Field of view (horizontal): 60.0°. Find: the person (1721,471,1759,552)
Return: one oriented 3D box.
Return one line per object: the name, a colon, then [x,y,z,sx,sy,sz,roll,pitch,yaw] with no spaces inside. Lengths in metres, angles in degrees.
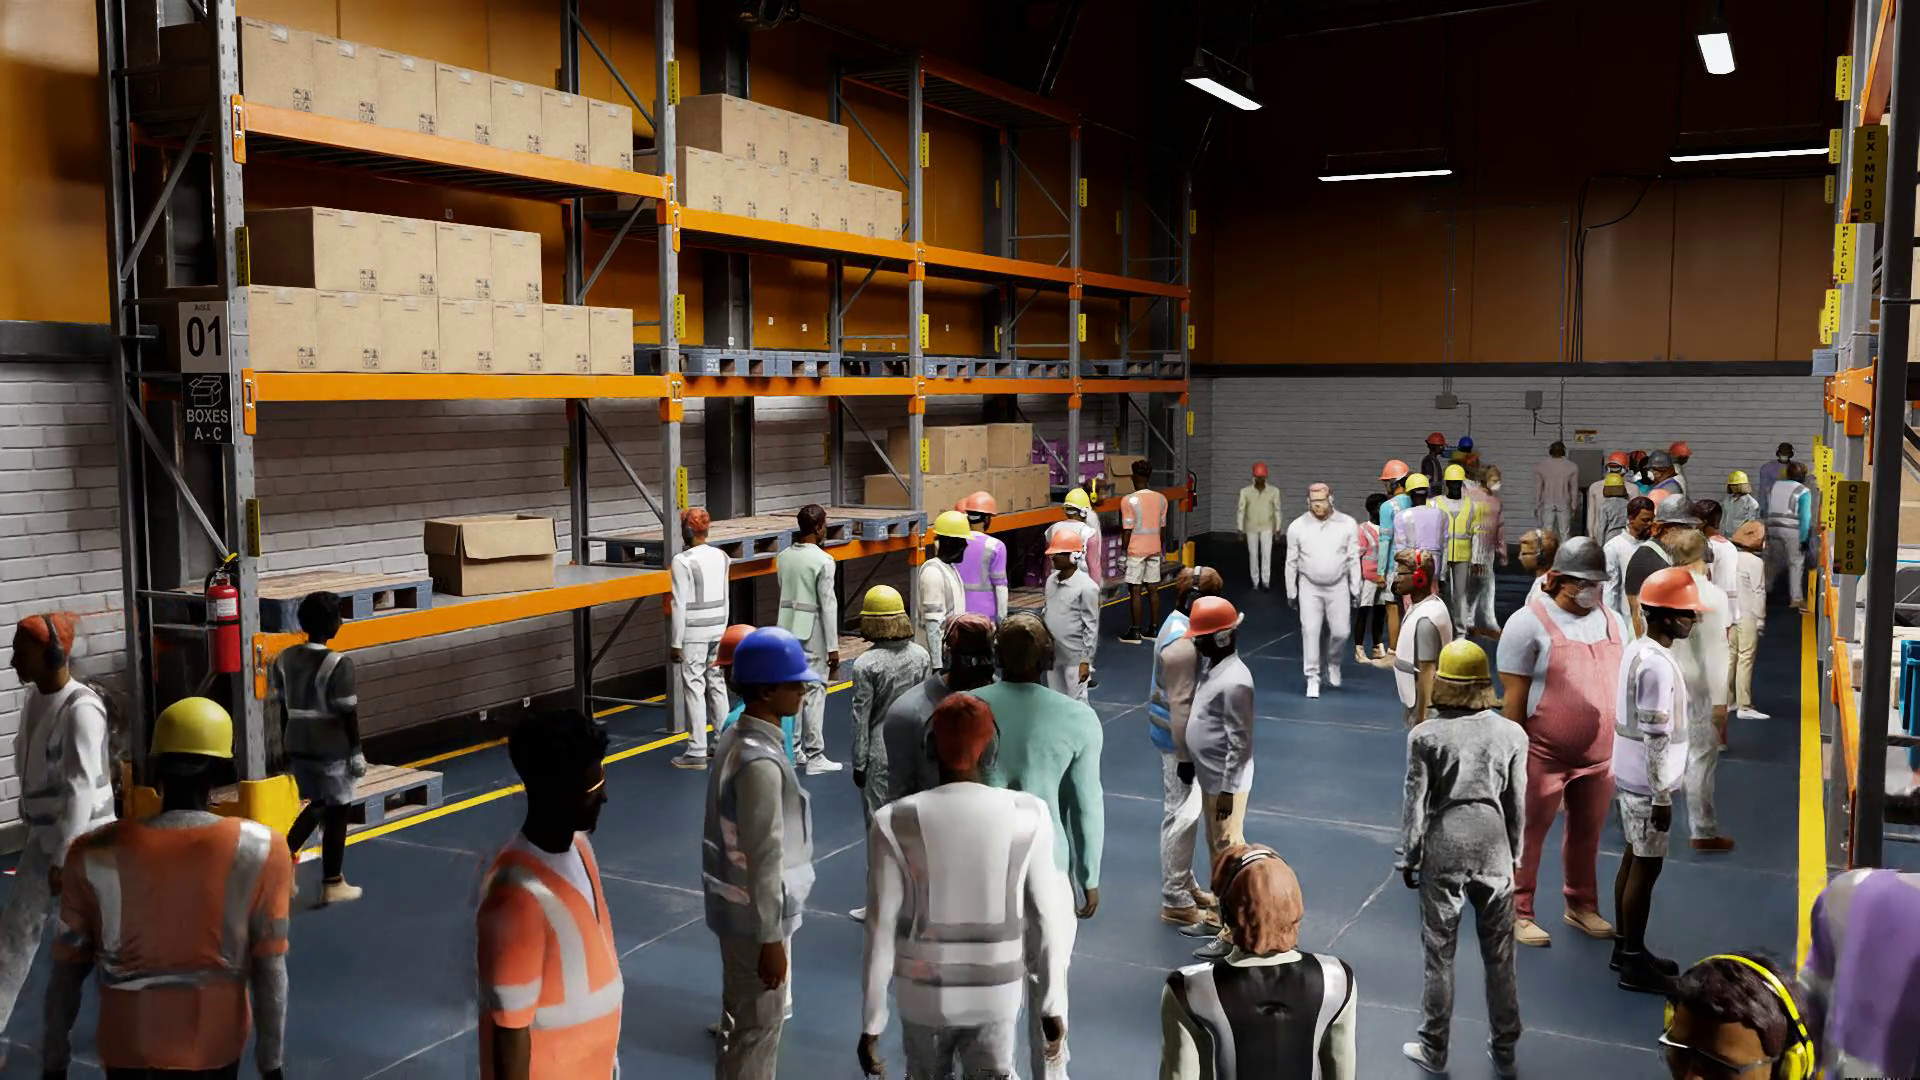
person: [9.282,0.041,19.877,0.323,1.736,0.486,-2,6,-24]

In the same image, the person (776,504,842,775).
person: [-1.089,0.703,11.805,0.395,1.913,0.588,-5,7,-43]

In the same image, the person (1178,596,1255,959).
person: [1.238,1.134,8.047,0.338,1.742,0.560,0,5,-2]

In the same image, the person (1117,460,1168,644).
person: [1.936,0.123,17.751,0.610,1.965,0.363,-4,7,-35]

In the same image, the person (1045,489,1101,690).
person: [1.037,0.448,15.045,0.590,1.823,0.404,5,7,41]

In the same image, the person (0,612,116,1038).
person: [-3.689,1.212,6.751,0.603,1.828,0.972,4,7,38]

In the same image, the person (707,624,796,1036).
person: [-0.895,1.226,7.091,0.349,1.740,0.575,1,5,15]

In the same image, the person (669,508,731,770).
person: [-1.868,0.703,12.014,0.349,1.878,0.569,3,6,30]

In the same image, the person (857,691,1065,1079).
person: [0.015,1.382,4.899,0.625,1.849,0.846,0,5,-4]

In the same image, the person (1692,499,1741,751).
person: [5.597,0.649,12.420,0.402,1.908,0.598,5,7,44]

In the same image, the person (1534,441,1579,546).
person: [8.800,-0.497,24.568,0.628,1.940,0.377,2,6,21]

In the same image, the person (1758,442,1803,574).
person: [11.939,-0.458,24.181,0.627,1.934,0.370,1,5,6]

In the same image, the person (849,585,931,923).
person: [-0.373,1.097,8.520,0.483,1.737,0.320,-4,7,-40]

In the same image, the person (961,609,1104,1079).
person: [0.221,1.221,6.149,0.631,1.932,0.373,2,6,17]

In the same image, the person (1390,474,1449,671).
person: [4.358,0.327,15.825,0.589,1.914,0.397,-2,6,-17]

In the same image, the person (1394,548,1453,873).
person: [2.655,0.960,9.459,0.395,1.835,0.563,1,5,14]

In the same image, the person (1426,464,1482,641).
person: [5.151,0.172,17.418,0.587,1.930,0.360,1,5,9]

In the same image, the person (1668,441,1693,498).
person: [10.013,-0.395,23.222,0.387,1.992,0.629,3,6,26]

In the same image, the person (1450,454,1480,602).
person: [6.420,-0.140,21.029,0.574,1.883,0.360,-4,7,-39]

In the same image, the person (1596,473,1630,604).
person: [7.592,0.092,19.325,0.486,1.738,0.321,-1,5,-13]

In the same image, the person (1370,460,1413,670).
person: [4.234,0.242,16.122,0.606,2.035,0.403,-4,7,-36]

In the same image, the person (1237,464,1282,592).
person: [3.977,-0.159,22.122,0.593,1.702,0.879,1,5,10]

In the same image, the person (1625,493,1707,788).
person: [4.806,0.695,11.197,0.688,2.000,0.536,-4,7,-39]

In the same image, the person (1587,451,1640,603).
person: [7.677,-0.048,19.509,0.618,1.986,0.408,5,7,43]

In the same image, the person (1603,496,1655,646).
person: [5.192,0.610,12.838,0.598,1.908,0.402,-3,6,-28]

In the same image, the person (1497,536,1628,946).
person: [3.018,0.974,8.191,0.685,2.000,0.535,-1,6,-15]

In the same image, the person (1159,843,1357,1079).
person: [0.723,1.555,4.061,0.515,1.645,0.309,-1,5,-13]

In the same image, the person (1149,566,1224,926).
person: [1.192,1.044,8.551,0.429,1.837,0.627,1,5,12]

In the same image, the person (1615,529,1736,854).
person: [4.225,0.890,9.840,0.604,1.904,0.683,-1,5,-14]

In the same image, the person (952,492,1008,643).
person: [0.131,0.581,13.068,0.553,1.923,0.392,3,6,26]

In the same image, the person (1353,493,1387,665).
person: [4.092,0.380,16.405,0.535,1.699,0.318,-3,6,-30]

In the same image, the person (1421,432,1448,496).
person: [7.240,-0.626,25.442,0.403,2.038,0.605,3,6,26]

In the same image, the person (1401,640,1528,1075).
person: [2.025,1.269,6.708,0.499,1.732,0.377,0,5,2]

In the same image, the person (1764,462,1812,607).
person: [10.230,-0.063,20.547,0.588,1.823,0.660,-2,6,-24]

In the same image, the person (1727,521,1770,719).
person: [6.504,0.658,13.769,0.285,1.632,0.499,0,5,-4]

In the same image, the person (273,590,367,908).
person: [-3.356,1.101,8.698,0.549,1.678,0.412,3,6,28]

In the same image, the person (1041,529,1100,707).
person: [0.740,0.793,11.668,0.326,1.752,0.563,-4,6,-35]

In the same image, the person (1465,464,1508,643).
person: [5.688,0.142,17.845,0.698,1.901,0.837,-5,7,-42]

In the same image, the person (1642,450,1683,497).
person: [7.864,-0.006,18.741,0.535,2.000,0.683,2,6,16]

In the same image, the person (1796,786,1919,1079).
person: [2.212,1.419,3.735,1.083,1.974,0.627,-1,5,-14]

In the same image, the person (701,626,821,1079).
person: [-0.669,1.258,5.625,0.404,1.948,0.605,-1,5,-13]

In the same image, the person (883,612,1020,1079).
person: [0.029,1.217,6.373,0.636,1.899,0.401,-2,6,-17]

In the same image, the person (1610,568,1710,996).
person: [3.176,1.086,7.577,0.385,1.931,0.544,2,6,16]

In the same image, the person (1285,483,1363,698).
person: [3.221,0.438,14.744,0.678,1.889,0.587,1,5,14]

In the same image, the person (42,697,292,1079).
person: [-2.183,1.393,4.582,0.654,1.876,0.921,-2,6,-19]

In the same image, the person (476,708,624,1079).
person: [-1.131,1.382,4.354,0.807,1.940,0.630,0,5,-2]

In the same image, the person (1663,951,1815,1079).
person: [1.247,1.584,2.820,0.984,1.818,0.517,-3,6,-28]

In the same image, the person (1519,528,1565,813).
person: [3.783,0.838,10.767,0.337,1.836,0.504,2,6,24]

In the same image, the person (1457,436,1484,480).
person: [8.125,-0.692,26.707,0.615,1.937,0.442,-2,6,-23]

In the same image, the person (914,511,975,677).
person: [-0.099,0.759,11.191,0.398,1.916,0.596,1,5,13]
